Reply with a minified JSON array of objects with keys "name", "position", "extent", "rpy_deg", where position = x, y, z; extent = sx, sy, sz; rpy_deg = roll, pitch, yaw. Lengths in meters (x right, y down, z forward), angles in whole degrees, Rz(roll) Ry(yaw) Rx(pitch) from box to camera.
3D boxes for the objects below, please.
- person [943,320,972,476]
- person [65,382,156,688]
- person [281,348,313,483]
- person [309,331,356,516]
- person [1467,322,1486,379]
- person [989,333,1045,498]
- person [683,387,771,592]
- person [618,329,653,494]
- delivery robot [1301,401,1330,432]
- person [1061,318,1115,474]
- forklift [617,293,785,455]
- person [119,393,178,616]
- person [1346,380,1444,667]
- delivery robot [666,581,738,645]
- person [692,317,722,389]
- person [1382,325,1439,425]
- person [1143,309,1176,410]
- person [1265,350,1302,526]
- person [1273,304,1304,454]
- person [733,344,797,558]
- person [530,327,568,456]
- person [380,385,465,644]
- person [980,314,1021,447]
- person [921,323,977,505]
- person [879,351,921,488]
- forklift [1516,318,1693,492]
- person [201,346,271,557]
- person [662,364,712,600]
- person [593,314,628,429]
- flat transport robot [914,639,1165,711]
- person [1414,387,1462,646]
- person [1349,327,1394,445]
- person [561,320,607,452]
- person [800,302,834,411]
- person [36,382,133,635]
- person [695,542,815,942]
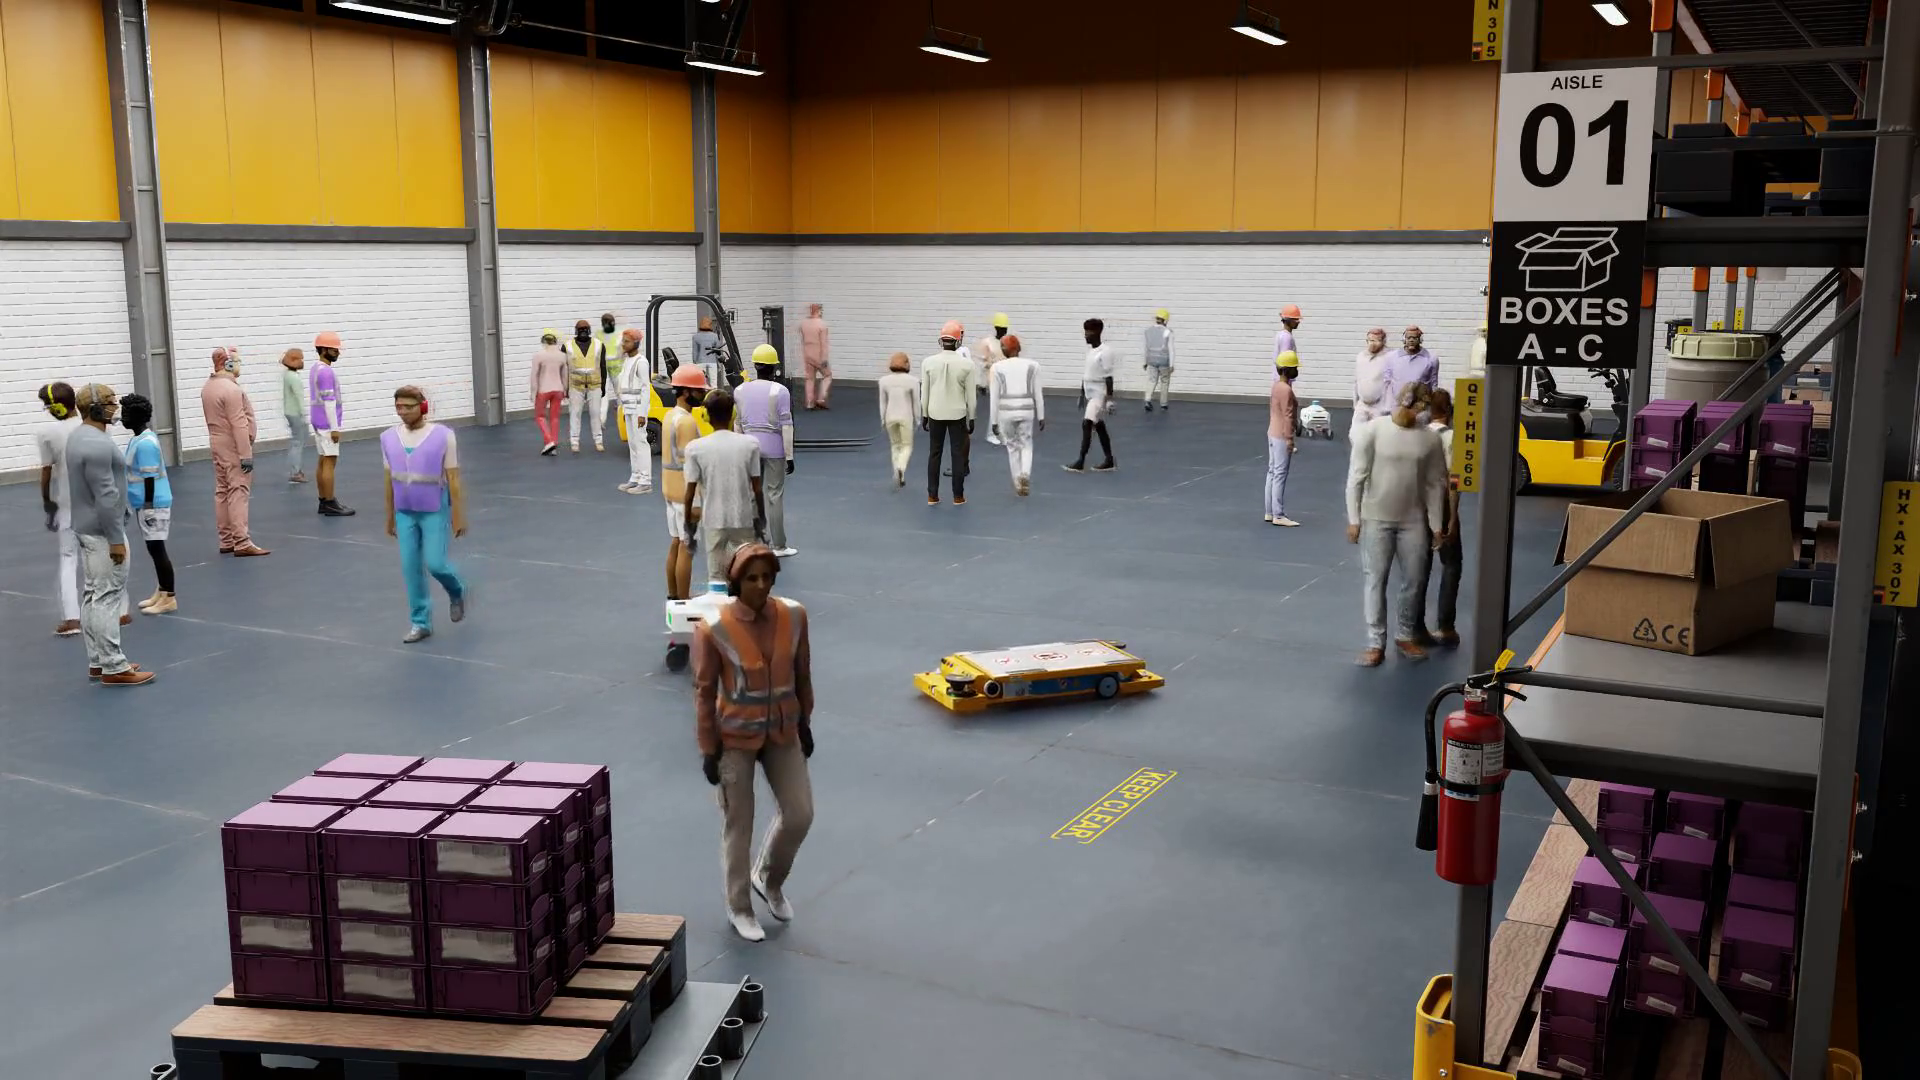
[{"name":"person","position":[-0.047,-1.743,20.493],"extent":[0.375,1.928,0.542],"rpy_deg":[2,10,12]},{"name":"person","position":[-5.435,-0.034,10.566],"extent":[0.371,1.940,0.627],"rpy_deg":[-8,13,-39]},{"name":"person","position":[-7.902,-1.482,19.878],"extent":[0.371,1.618,0.520],"rpy_deg":[-6,12,-33]},{"name":"person","position":[-6.601,-1.216,17.428],"extent":[0.376,1.932,0.543],"rpy_deg":[-6,11,-31]},{"name":"person","position":[7.486,-2.227,23.634],"extent":[0.436,1.809,0.585],"rpy_deg":[-3,10,-16]},{"name":"person","position":[0.642,-1.370,18.533],"extent":[0.630,1.852,0.578],"rpy_deg":[-1,10,-3]},{"name":"person","position":[-1.562,-0.087,11.116],"extent":[0.573,1.860,0.399],"rpy_deg":[-2,10,-12]},{"name":"person","position":[-3.724,-1.470,19.037],"extent":[0.343,1.882,0.585],"rpy_deg":[-6,11,-30]},{"name":"delivery robot","position":[5.262,-1.818,24.625],"extent":[0.477,0.478,0.707],"rpy_deg":[1,10,4]},{"name":"person","position":[1.579,-1.793,20.770],"extent":[0.889,1.925,0.626],"rpy_deg":[-3,10,-16]},{"name":"forklift","position":[-3.588,-2.317,23.042],"extent":[2.313,2.155,1.214],"rpy_deg":[-1,10,-5]},{"name":"person","position":[-6.186,-0.273,12.681],"extent":[0.322,1.693,0.537],"rpy_deg":[-6,11,-30]},{"name":"person","position":[2.893,-0.110,11.125],"extent":[0.676,1.907,0.424],"rpy_deg":[-1,10,-6]},{"name":"delivery robot","position":[-1.603,0.519,11.084],"extent":[0.707,0.478,0.477],"rpy_deg":[-1,9,-8]},{"name":"person","position":[-4.401,-3.056,28.943],"extent":[0.507,1.632,0.275],"rpy_deg":[-1,10,-5]},{"name":"person","position":[5.232,-1.541,19.381],"extent":[0.637,1.911,0.406],"rpy_deg":[3,10,17]},{"name":"person","position":[3.478,-3.114,28.861],"extent":[0.637,1.780,0.684],"rpy_deg":[6,11,31]},{"name":"person","position":[3.275,-1.027,16.813],"extent":[0.316,1.769,0.523],"rpy_deg":[-1,10,-4]},{"name":"person","position":[4.506,-2.212,22.874],"extent":[0.391,2.040,0.615],"rpy_deg":[1,10,4]},{"name":"person","position":[-1.756,-0.798,15.023],"extent":[0.585,1.928,0.369],"rpy_deg":[4,11,22]},{"name":"person","position":[-5.572,-2.005,22.523],"extent":[0.560,1.740,0.357],"rpy_deg":[-8,13,-40]},{"name":"person","position":[-3.807,-0.204,11.855],"extent":[0.586,1.826,0.566],"rpy_deg":[2,10,11]},{"name":"person","position":[0.619,-2.257,23.600],"extent":[0.607,1.874,0.974],"rpy_deg":[-6,11,-31]},{"name":"person","position":[-0.121,-1.360,18.125],"extent":[0.619,1.989,0.396],"rpy_deg":[2,10,10]},{"name":"person","position":[-0.717,-1.379,19.298],"extent":[0.505,1.610,0.603],"rpy_deg":[3,10,16]},{"name":"forklift","position":[7.066,-1.601,18.899],"extent":[2.313,2.155,1.214],"rpy_deg":[5,11,27]},{"name":"person","position":[-6.589,-0.801,15.103],"extent":[0.643,1.909,0.410],"rpy_deg":[9,13,43]},{"name":"person","position":[-2.014,-0.341,12.351],"extent":[0.374,1.933,0.550],"rpy_deg":[-4,11,-23]},{"name":"person","position":[-5.504,-2.658,26.196],"extent":[0.644,1.792,0.949],"rpy_deg":[1,10,7]},{"name":"flat transport robot","position":[0.496,0.829,10.396],"extent":[1.431,0.197,0.652],"rpy_deg":[-4,11,-22]},{"name":"person","position":[3.313,-0.158,11.668],"extent":[0.588,1.800,0.544],"rpy_deg":[-8,13,-39]},{"name":"person","position":[4.915,-1.580,19.713],"extent":[0.481,1.873,0.675],"rpy_deg":[-8,13,-40]},{"name":"person","position":[-5.194,-2.129,23.024],"extent":[0.621,1.835,0.430],"rpy_deg":[-3,10,-18]},{"name":"person","position":[-2.486,-3.186,28.983],"extent":[0.651,1.889,0.503],"rpy_deg":[8,12,38]},{"name":"person","position":[-6.308,-0.233,12.044],"extent":[0.597,1.835,0.451],"rpy_deg":[-7,12,-35]},{"name":"person","position":[-0.806,0.805,6.613],"extent":[0.535,1.622,0.379],"rpy_deg":[-7,12,-33]}]
